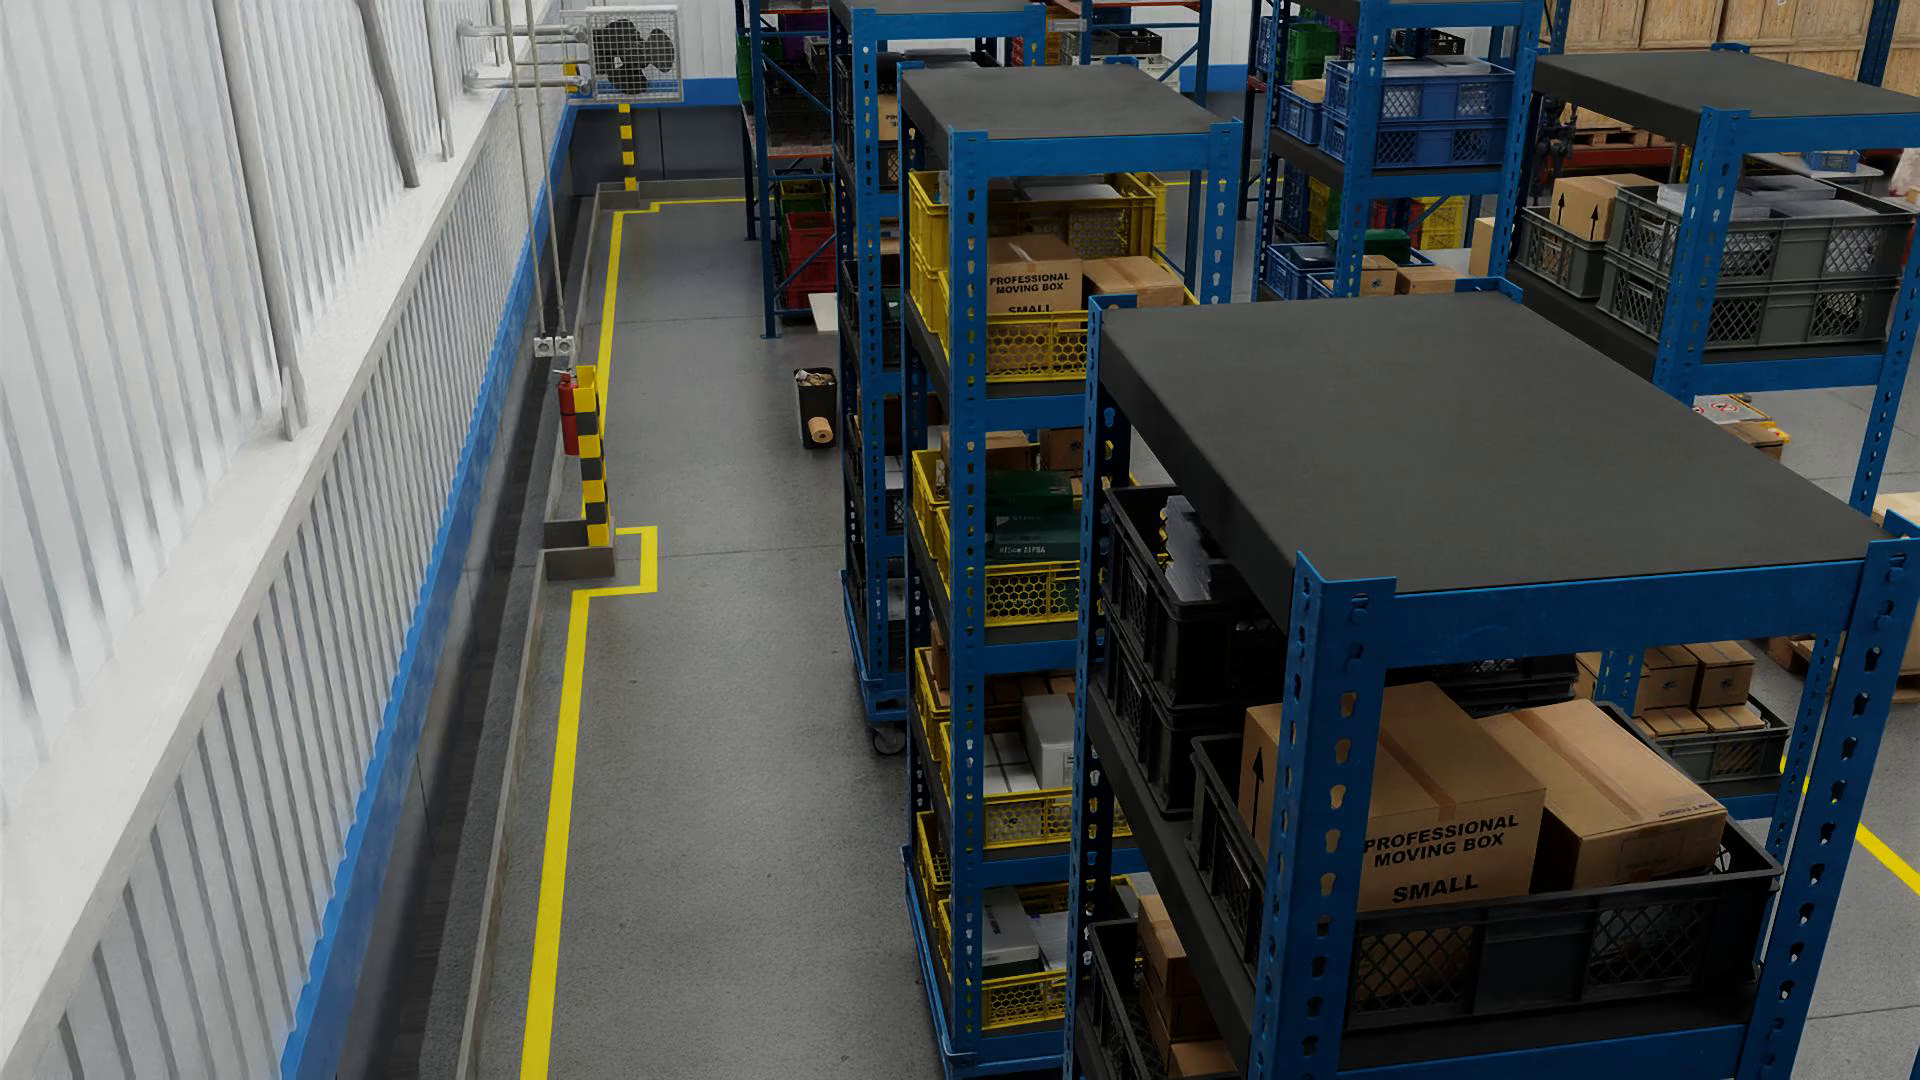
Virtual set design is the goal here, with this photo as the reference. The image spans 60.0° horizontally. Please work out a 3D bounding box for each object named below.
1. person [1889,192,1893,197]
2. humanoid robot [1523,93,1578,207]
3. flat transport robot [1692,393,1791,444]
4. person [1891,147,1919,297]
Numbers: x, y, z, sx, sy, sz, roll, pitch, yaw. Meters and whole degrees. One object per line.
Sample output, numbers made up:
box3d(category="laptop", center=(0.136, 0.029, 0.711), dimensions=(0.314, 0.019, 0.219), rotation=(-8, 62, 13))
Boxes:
box3d(category="person", center=(9.598, -3.786, 16.411), dimensions=(0.701, 2.000, 0.549), rotation=(-4, 25, -8))
box3d(category="humanoid robot", center=(6.410, -4.338, 18.042), dimensions=(0.333, 1.648, 0.589), rotation=(-22, 32, -39))
box3d(category="flat transport robot", center=(5.224, -0.859, 12.132), dimensions=(1.431, 0.197, 0.652), rotation=(-4, 25, -8))
box3d(category="person", center=(8.832, -3.216, 15.291), dimensions=(0.614, 1.952, 0.693), rotation=(-18, 30, -34))
